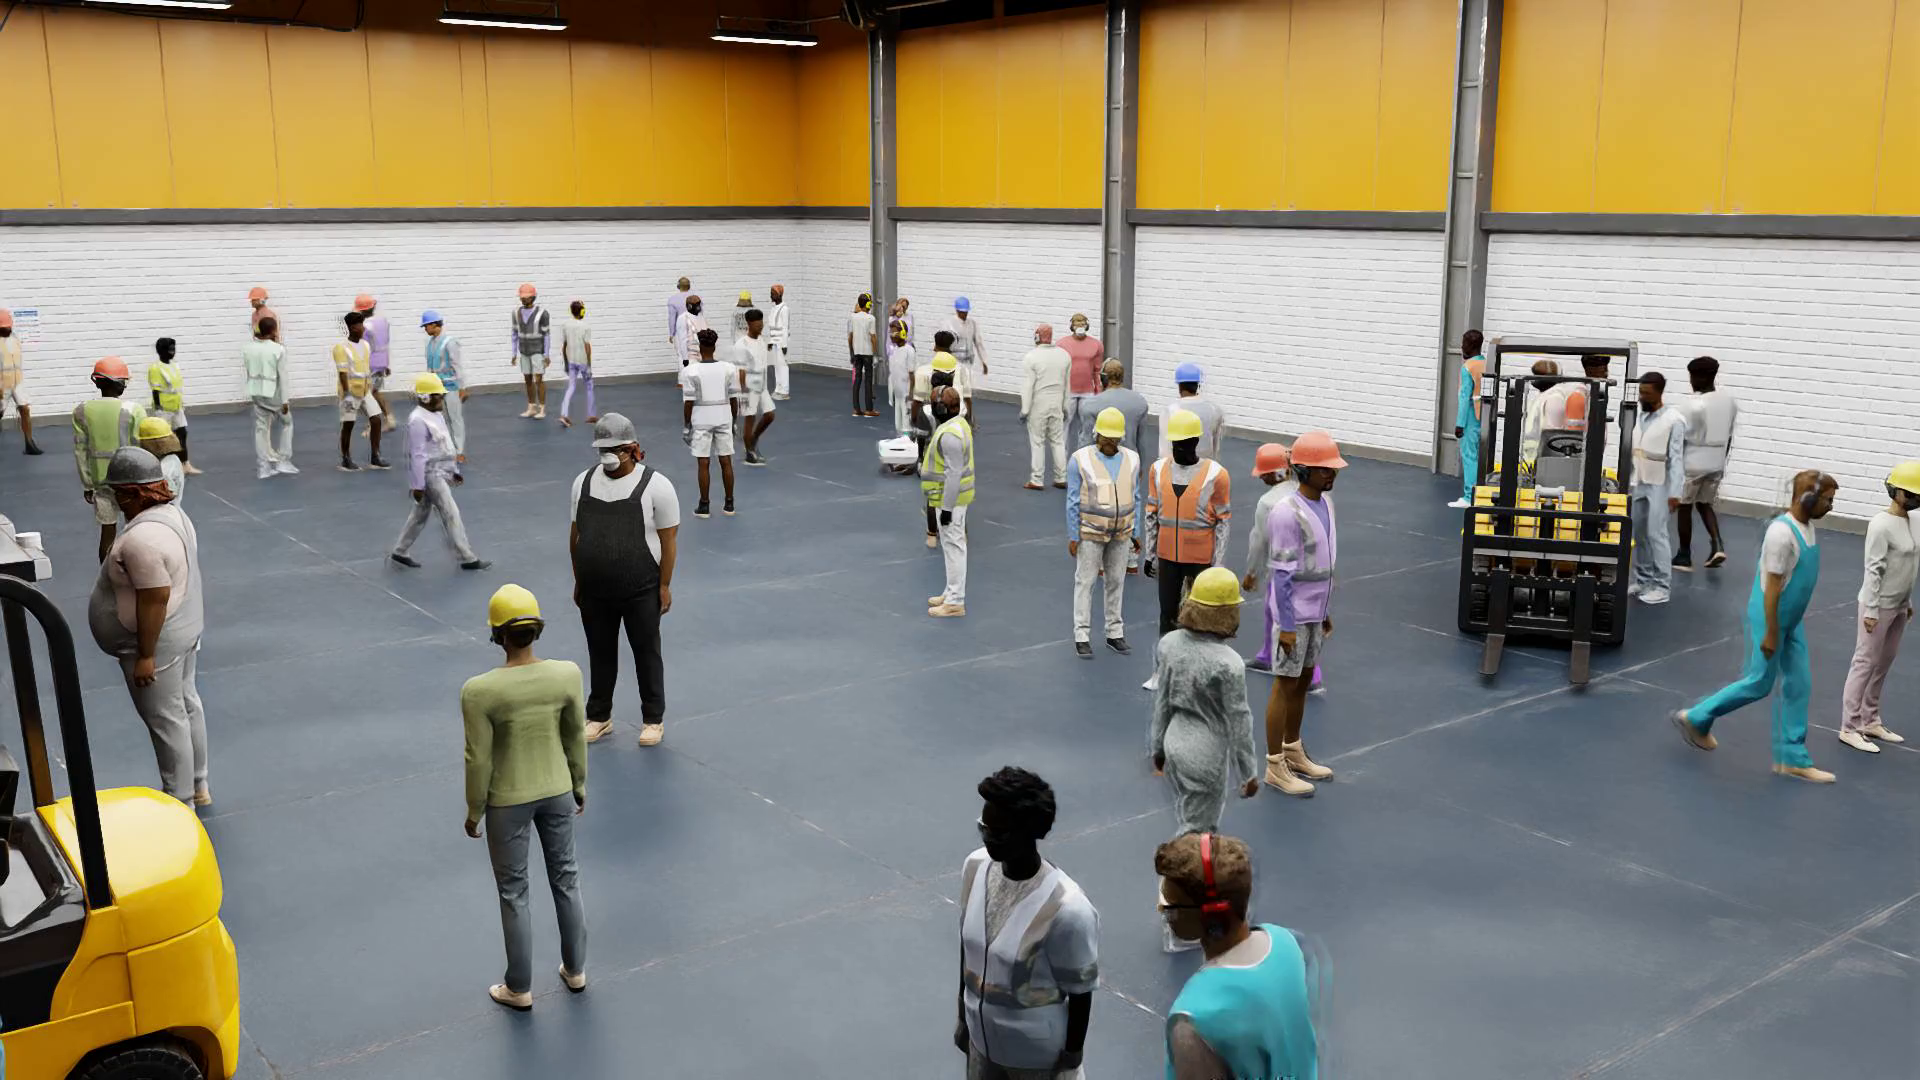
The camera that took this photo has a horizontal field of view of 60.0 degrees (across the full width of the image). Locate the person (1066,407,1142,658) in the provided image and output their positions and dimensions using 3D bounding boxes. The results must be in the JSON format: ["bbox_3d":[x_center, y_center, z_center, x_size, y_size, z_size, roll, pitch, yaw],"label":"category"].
[{"bbox_3d":[1.053,-0.056,12.034,0.586,1.823,0.403,-4,12,-20],"label":"person"}]

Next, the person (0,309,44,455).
[{"bbox_3d":[-12.338,-2.034,21.442,0.939,1.898,0.539,5,13,21],"label":"person"}]

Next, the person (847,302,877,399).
[{"bbox_3d":[-1.596,-3.107,27.230,0.500,1.633,0.286,3,12,13],"label":"person"}]

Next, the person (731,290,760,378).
[{"bbox_3d":[-3.673,-3.416,28.509,0.497,1.723,0.629,0,12,2],"label":"person"}]

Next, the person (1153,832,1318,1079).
[{"bbox_3d":[0.661,1.597,4.087,0.653,1.806,0.693,7,14,32],"label":"person"}]

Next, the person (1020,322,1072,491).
[{"bbox_3d":[0.952,-1.514,18.885,0.652,1.904,0.401,-8,14,-33],"label":"person"}]

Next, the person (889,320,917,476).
[{"bbox_3d":[-0.687,-1.704,19.915,0.321,1.860,0.525,-6,13,-28],"label":"person"}]

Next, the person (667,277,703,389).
[{"bbox_3d":[-4.741,-3.574,28.747,0.632,1.940,0.372,-6,13,-28],"label":"person"}]

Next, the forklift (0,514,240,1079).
[{"bbox_3d":[-3.687,1.115,5.480,2.313,2.155,1.214,-9,15,-36],"label":"forklift"}]

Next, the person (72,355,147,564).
[{"bbox_3d":[-6.848,-0.483,13.562,0.614,2.041,0.393,0,12,2],"label":"person"}]

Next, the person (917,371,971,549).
[{"bbox_3d":[-0.151,-0.750,15.704,0.542,1.683,0.320,-3,12,-16],"label":"person"}]

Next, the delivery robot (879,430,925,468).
[{"bbox_3d":[-0.605,-1.069,19.775,0.707,0.478,0.477,1,12,5],"label":"delivery robot"}]

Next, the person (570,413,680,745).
[{"bbox_3d":[-2.062,0.243,10.064,0.678,2.000,0.537,2,12,10],"label":"person"}]

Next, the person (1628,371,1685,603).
[{"bbox_3d":[5.706,-0.442,13.711,0.421,1.904,0.646,-3,12,-15],"label":"person"}]

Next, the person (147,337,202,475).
[{"bbox_3d":[-9.470,-1.590,19.797,0.657,1.682,0.552,2,12,9],"label":"person"}]

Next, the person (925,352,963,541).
[{"bbox_3d":[-0.153,-0.906,16.117,0.403,1.833,0.586,0,12,0],"label":"person"}]

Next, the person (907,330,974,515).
[{"bbox_3d":[-0.216,-1.209,17.327,0.578,1.939,0.538,-11,16,-43],"label":"person"}]

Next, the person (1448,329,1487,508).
[{"bbox_3d":[5.507,-1.292,17.814,0.387,1.908,0.584,9,15,37],"label":"person"}]

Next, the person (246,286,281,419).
[{"bbox_3d":[-10.380,-2.791,24.854,0.618,1.979,0.480,8,14,33],"label":"person"}]

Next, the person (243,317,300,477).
[{"bbox_3d":[-8.199,-1.702,19.807,0.609,1.897,0.598,2,12,11],"label":"person"}]

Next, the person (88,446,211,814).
[{"bbox_3d":[-4.280,0.512,8.765,0.536,2.000,0.688,-2,12,-10],"label":"person"}]

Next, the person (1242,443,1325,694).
[{"bbox_3d":[2.205,0.181,11.237,0.822,1.691,0.568,10,15,40],"label":"person"}]

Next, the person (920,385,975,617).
[{"bbox_3d":[-0.098,-0.310,13.228,0.430,1.841,0.624,1,12,3],"label":"person"}]

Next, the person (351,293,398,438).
[{"bbox_3d":[-8.088,-2.386,22.839,0.425,2.005,0.653,4,12,18],"label":"person"}]

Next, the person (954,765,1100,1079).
[{"bbox_3d":[0.174,1.480,4.924,0.317,1.695,0.540,-10,16,-41],"label":"person"}]

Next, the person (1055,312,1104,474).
[{"bbox_3d":[1.419,-1.760,19.982,0.629,1.940,0.378,-2,12,-9],"label":"person"}]

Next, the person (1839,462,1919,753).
[{"bbox_3d":[5.602,0.395,10.006,0.533,1.762,0.328,-9,15,-36],"label":"person"}]

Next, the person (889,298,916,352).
[{"bbox_3d":[-0.963,-3.213,27.726,0.523,1.638,0.311,-9,15,-36],"label":"person"}]

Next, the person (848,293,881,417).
[{"bbox_3d":[-1.451,-2.793,25.152,0.534,1.864,0.309,8,14,34],"label":"person"}]

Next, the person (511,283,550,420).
[{"bbox_3d":[-6.419,-2.802,24.818,0.616,2.024,0.574,4,12,17],"label":"person"}]

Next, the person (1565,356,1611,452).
[{"bbox_3d":[5.638,-0.746,15.015,0.366,1.964,0.610,9,15,38],"label":"person"}]

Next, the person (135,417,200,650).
[{"bbox_3d":[-5.785,-0.037,12.151,0.312,1.737,0.483,-4,12,-19],"label":"person"}]

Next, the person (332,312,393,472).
[{"bbox_3d":[-7.217,-1.772,20.043,0.766,1.940,0.627,5,13,24],"label":"person"}]

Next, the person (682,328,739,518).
[{"bbox_3d":[-2.587,-1.211,17.264,0.600,1.967,0.368,-5,13,-24],"label":"person"}]

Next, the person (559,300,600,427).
[{"bbox_3d":[-5.572,-2.561,24.118,0.529,1.836,0.941,4,12,18],"label":"person"}]

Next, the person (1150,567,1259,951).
[{"bbox_3d":[1.150,0.954,7.379,0.619,1.723,0.499,-8,14,-34],"label":"person"}]

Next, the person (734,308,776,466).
[{"bbox_3d":[-2.535,-1.882,20.538,0.410,1.953,0.603,7,14,32],"label":"person"}]

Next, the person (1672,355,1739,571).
[{"bbox_3d":[6.536,-0.663,14.683,0.635,1.942,0.535,-4,12,-18],"label":"person"}]

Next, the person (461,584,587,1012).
[{"bbox_3d":[-1.786,1.049,6.841,0.534,1.765,0.325,-9,15,-38],"label":"person"}]

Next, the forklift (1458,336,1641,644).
[{"bbox_3d":[4.683,-0.471,13.136,1.214,2.155,2.313,4,12,20],"label":"forklift"}]

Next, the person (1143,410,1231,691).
[{"bbox_3d":[1.491,0.090,11.078,0.594,1.924,0.382,7,14,31],"label":"person"}]

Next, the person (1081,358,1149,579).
[{"bbox_3d":[1.341,-0.620,14.511,0.627,1.932,0.373,-5,13,-22],"label":"person"}]

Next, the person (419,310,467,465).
[{"bbox_3d":[-6.391,-1.896,20.694,0.728,1.923,0.443,10,15,40],"label":"person"}]

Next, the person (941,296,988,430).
[{"bbox_3d":[0.085,-2.505,23.667,0.690,1.901,0.842,-8,14,-35],"label":"person"}]

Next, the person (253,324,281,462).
[{"bbox_3d":[-8.736,-1.872,20.958,0.329,1.763,0.523,-1,12,-6],"label":"person"}]

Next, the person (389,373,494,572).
[{"bbox_3d":[-4.675,-0.593,14.711,0.923,1.793,0.584,-2,12,-8],"label":"person"}]

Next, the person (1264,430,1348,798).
[{"bbox_3d":[1.938,0.398,9.303,0.387,2.045,0.605,8,14,34],"label":"person"}]

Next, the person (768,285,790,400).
[{"bbox_3d":[-2.971,-3.240,27.290,0.356,1.879,0.572,-5,13,-24],"label":"person"}]

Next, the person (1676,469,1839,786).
[{"bbox_3d":[4.663,0.467,9.590,0.542,1.799,0.835,-11,16,-44],"label":"person"}]

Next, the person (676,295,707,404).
[{"bbox_3d":[-3.993,-2.769,25.094,0.429,1.844,0.626,5,13,24],"label":"person"}]

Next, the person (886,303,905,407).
[{"bbox_3d":[-1.016,-2.932,26.378,0.314,1.636,0.515,0,12,-1],"label":"person"}]

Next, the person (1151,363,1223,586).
[{"bbox_3d":[1.917,-0.560,14.249,0.610,1.908,0.801,-3,12,-13],"label":"person"}]
